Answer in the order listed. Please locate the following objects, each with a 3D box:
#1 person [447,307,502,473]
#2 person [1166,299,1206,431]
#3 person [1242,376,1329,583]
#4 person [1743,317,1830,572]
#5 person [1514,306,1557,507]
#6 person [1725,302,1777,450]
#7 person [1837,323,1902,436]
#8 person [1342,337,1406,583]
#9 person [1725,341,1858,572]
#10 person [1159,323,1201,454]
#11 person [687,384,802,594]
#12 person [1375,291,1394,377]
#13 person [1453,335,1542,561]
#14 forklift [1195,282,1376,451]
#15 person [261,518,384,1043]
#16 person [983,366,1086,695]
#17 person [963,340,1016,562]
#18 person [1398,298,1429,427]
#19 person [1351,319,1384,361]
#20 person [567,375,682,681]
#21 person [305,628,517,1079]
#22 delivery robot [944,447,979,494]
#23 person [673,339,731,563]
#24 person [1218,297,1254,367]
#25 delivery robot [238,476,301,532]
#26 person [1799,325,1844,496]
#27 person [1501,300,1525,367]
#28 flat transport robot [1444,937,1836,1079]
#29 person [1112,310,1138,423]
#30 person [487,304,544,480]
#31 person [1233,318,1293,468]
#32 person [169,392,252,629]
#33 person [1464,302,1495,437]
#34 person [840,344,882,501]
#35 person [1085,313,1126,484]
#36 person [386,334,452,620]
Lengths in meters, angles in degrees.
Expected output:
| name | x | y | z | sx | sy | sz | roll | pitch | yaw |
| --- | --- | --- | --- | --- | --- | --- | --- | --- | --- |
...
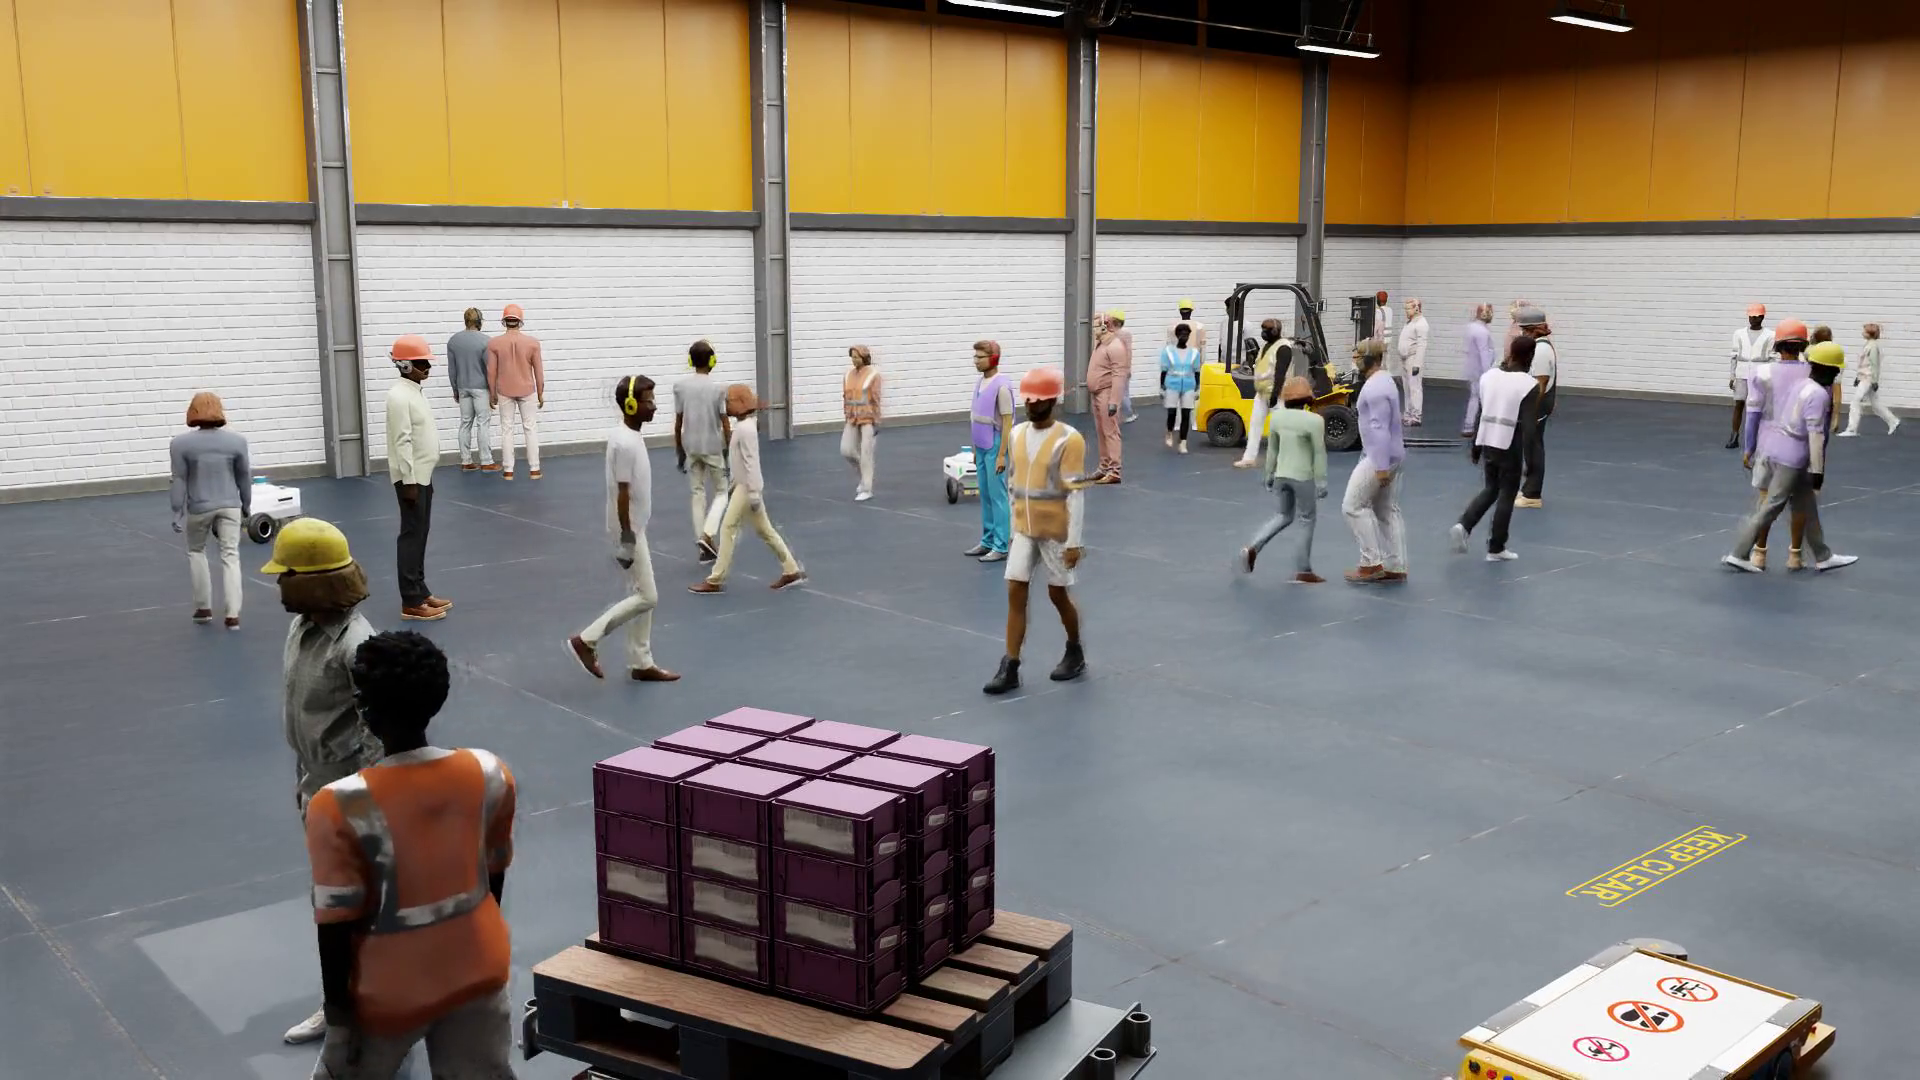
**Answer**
| name | x | y | z | sx | sy | sz | roll | pitch | yaw |
| --- | --- | --- | --- | --- | --- | --- | --- | --- | --- |
| person | -5.690 | -1.753 | 19.503 | 0.635 | 1.937 | 0.354 | 3 | 10 | 19 |
| person | 3.263 | -2.524 | 24.082 | 0.585 | 1.917 | 0.382 | 0 | 10 | -2 |
| person | 2.539 | -0.460 | 12.889 | 0.528 | 1.624 | 0.512 | -6 | 11 | -30 |
| person | 6.623 | -0.762 | 13.382 | 0.608 | 2.048 | 0.365 | 3 | 10 | 16 |
| person | 5.753 | -1.356 | 16.877 | 0.535 | 2.000 | 0.684 | 3 | 10 | 19 |
| person | 10.396 | -2.153 | 21.843 | 0.543 | 1.939 | 0.371 | 7 | 12 | 35 |
| person | 12.817 | -2.241 | 23.324 | 0.761 | 1.614 | 0.503 | 4 | 11 | 23 |
| person | 3.188 | -0.593 | 12.801 | 0.579 | 1.910 | 0.663 | 3 | 10 | 19 |
| person | 6.647 | -0.642 | 13.234 | 1.018 | 1.869 | 0.629 | 2 | 10 | 12 |
| person | 2.826 | -1.944 | 21.338 | 0.546 | 1.681 | 0.394 | -1 | 10 | -5 |
| person | -1.599 | -0.387 | 12.528 | 0.867 | 1.588 | 0.520 | -1 | 10 | -8 |
| person | 7.882 | -3.701 | 31.064 | 0.339 | 1.882 | 0.581 | 9 | 13 | 44 |
| person | 4.452 | -0.743 | 13.723 | 0.560 | 1.891 | 0.639 | -5 | 11 | -29 |
| forklift | 4.328 | -2.346 | 22.227 | 2.313 | 2.155 | 1.214 | 3 | 10 | 16 |
| person | -1.955 | 0.789 | 5.200 | 0.488 | 1.741 | 0.316 | 9 | 13 | 43 |
| person | 0.483 | -0.070 | 9.751 | 0.561 | 1.908 | 0.816 | 8 | 12 | 38 |
| person | 0.273 | -0.742 | 13.858 | 0.374 | 1.842 | 0.573 | -4 | 10 | -21 |
| person | 6.736 | -2.648 | 24.838 | 0.411 | 1.908 | 0.643 | -1 | 10 | -5 |
| person | 6.993 | -3.211 | 28.571 | 0.557 | 1.746 | 0.588 | 3 | 10 | 17 |
| person | -1.978 | -0.049 | 9.795 | 0.557 | 1.853 | 0.505 | -1 | 10 | -7 |
| person | -1.333 | 1.030 | 3.955 | 0.704 | 1.668 | 0.546 | 9 | 13 | 42 |
| delivery robot | 0.064 | -0.728 | 17.270 | 0.477 | 0.478 | 0.707 | -3 | 10 | -14 |
| person | -2.107 | -0.719 | 13.687 | 0.547 | 1.856 | 0.431 | 2 | 10 | 11 |
| person | 3.999 | -2.592 | 24.353 | 0.384 | 1.959 | 0.600 | -9 | 13 | -41 |
| delivery robot | -6.277 | -0.330 | 14.939 | 0.477 | 0.478 | 0.707 | 4 | 10 | 21 |
| person | 8.982 | -1.348 | 17.504 | 0.538 | 1.841 | 0.468 | 7 | 12 | 37 |
| person | 8.831 | -2.831 | 26.074 | 0.993 | 1.861 | 0.631 | 1 | 10 | 4 |
| flat transport robot | 2.031 | 1.554 | 5.016 | 1.431 | 0.197 | 0.652 | -9 | 13 | -42 |
| person | 2.373 | -2.565 | 24.847 | 0.551 | 1.721 | 0.870 | 6 | 11 | 30 |
| person | -5.041 | -1.677 | 18.890 | 0.623 | 1.992 | 0.397 | -3 | 10 | -16 |
| person | 3.778 | -1.758 | 19.913 | 0.916 | 1.812 | 0.617 | -3 | 10 | -19 |
| person | -5.137 | -0.207 | 11.405 | 0.539 | 1.610 | 0.644 | -6 | 12 | -33 |
| person | 7.322 | -2.370 | 23.258 | 0.516 | 1.886 | 0.669 | 1 | 10 | 7 |
| person | -1.015 | -1.221 | 17.310 | 0.519 | 1.629 | 0.386 | 7 | 12 | 34 |
| person | 1.607 | -1.576 | 18.572 | 0.401 | 1.901 | 0.651 | -2 | 10 | -13 |
| person | -3.812 | -0.442 | 11.662 | 0.381 | 1.994 | 0.622 | -1 | 10 | -8 |
